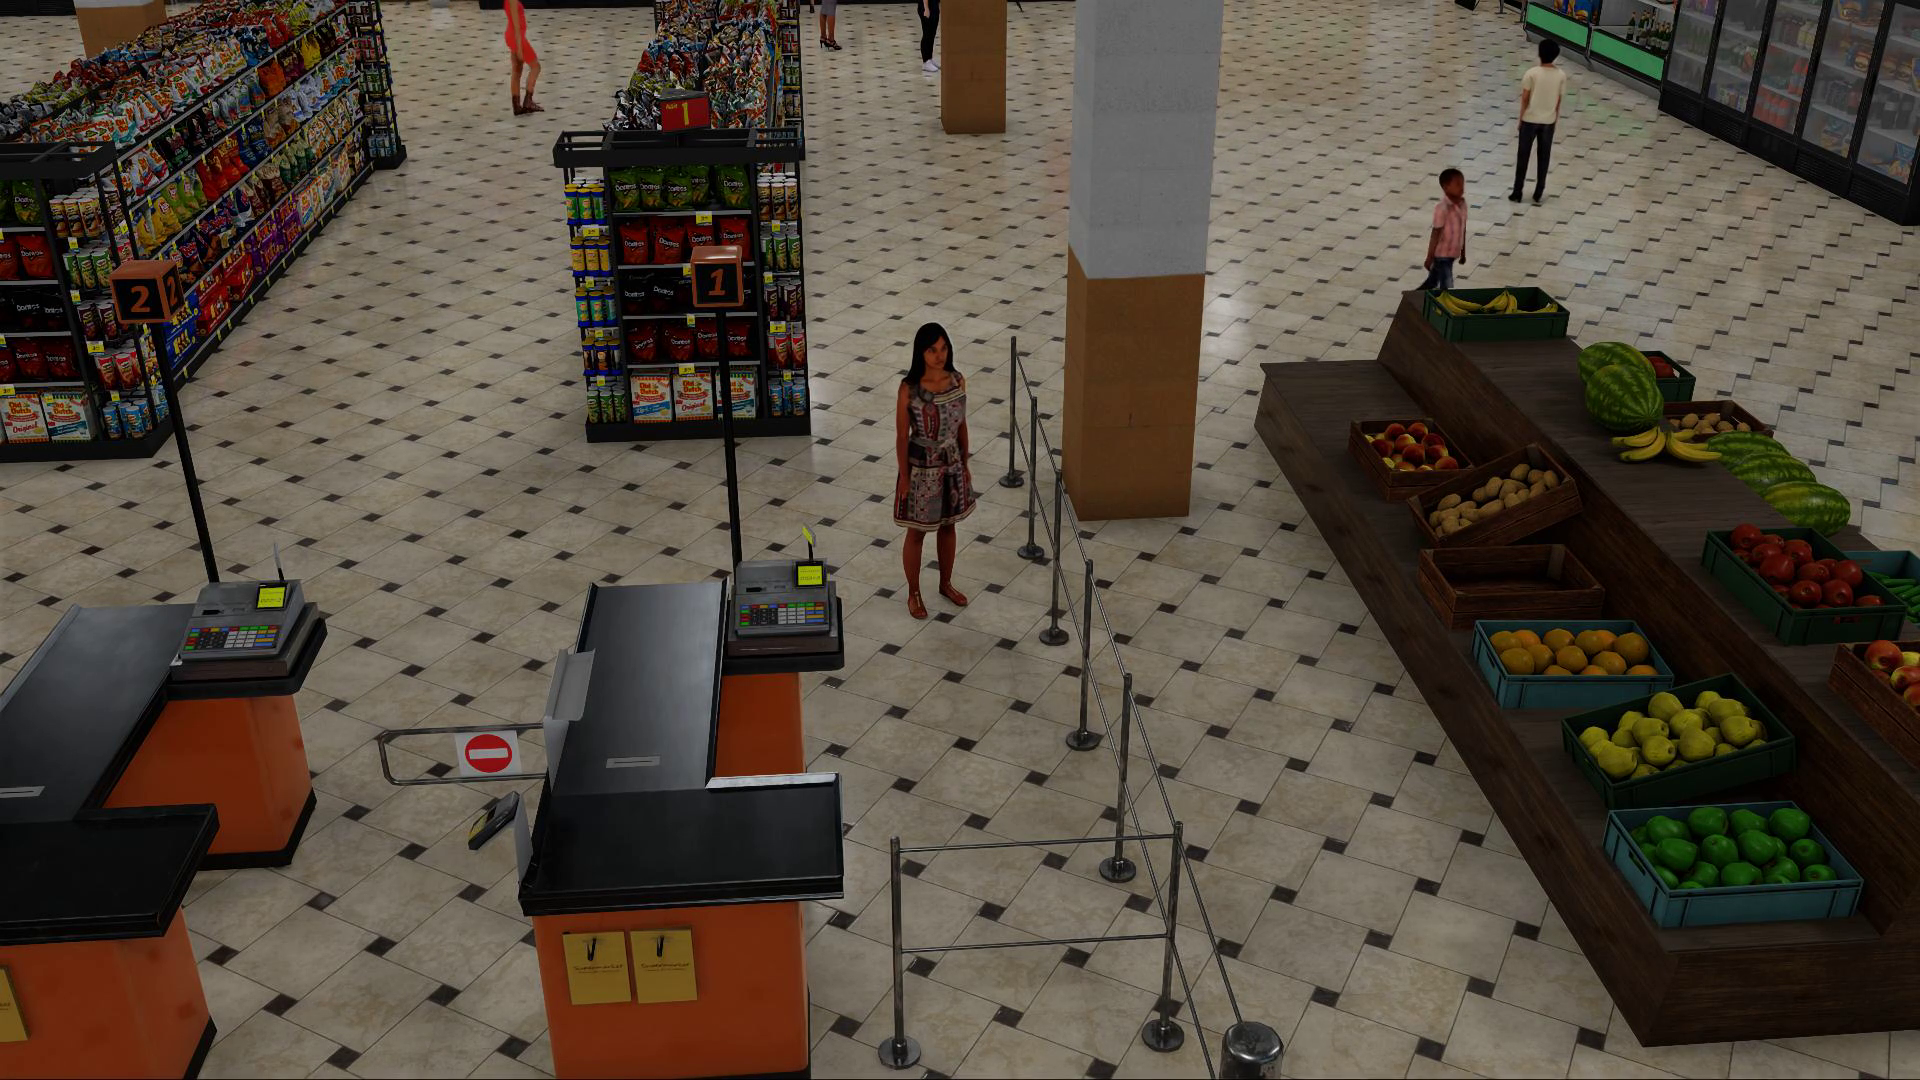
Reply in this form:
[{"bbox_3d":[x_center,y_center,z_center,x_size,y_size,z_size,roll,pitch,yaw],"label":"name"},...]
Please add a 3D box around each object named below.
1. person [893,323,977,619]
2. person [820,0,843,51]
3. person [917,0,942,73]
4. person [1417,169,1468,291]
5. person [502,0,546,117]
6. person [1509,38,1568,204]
[{"bbox_3d":[-0.146,-0.390,8.984,0.723,1.645,0.692,-15,31,-27],"label":"person"},{"bbox_3d":[-1.874,-7.914,23.671,0.716,1.781,0.595,-14,30,-25],"label":"person"},{"bbox_3d":[-0.403,-7.151,22.324,0.761,1.639,0.661,10,29,19],"label":"person"},{"bbox_3d":[3.770,-2.280,13.108,0.825,1.287,0.958,-21,34,-35],"label":"person"},{"bbox_3d":[-5.354,-5.912,19.805,0.787,1.708,0.674,-14,30,-26],"label":"person"},{"bbox_3d":[5.720,-4.138,16.440,0.613,1.587,0.507,1,27,1],"label":"person"}]
